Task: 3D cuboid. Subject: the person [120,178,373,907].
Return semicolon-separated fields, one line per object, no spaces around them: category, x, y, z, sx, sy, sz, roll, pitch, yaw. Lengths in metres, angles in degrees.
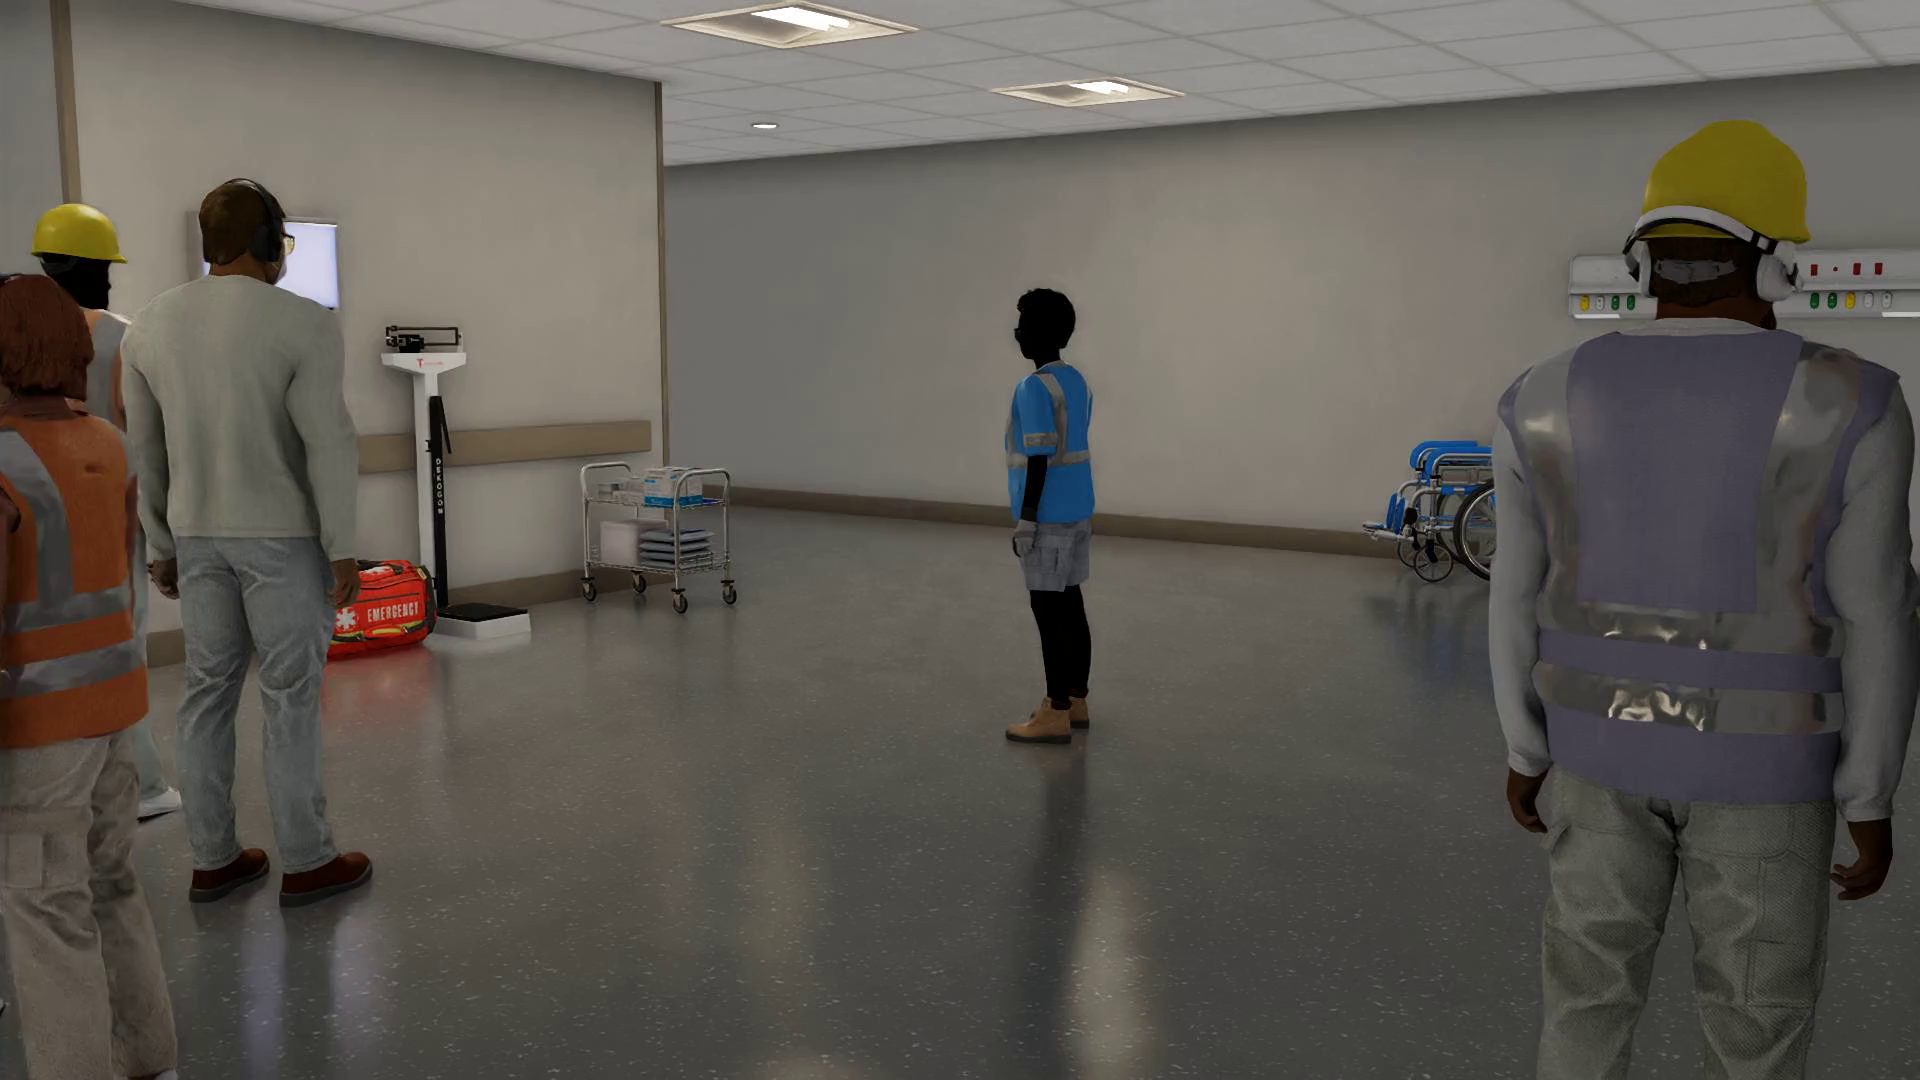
person;-1.899;0.013;4.456;0.635;1.936;0.354;1;7;11

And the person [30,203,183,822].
person;-2.727;-0.074;5.196;0.589;1.928;0.385;1;7;7

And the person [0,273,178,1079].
person;-1.636;0.347;2.999;0.314;1.634;0.546;0;7;-2

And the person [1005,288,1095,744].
person;0.334;-0.089;6.241;0.318;1.695;0.539;3;8;23

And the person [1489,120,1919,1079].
person;1.091;0.311;2.482;0.591;1.833;0.403;6;9;38
